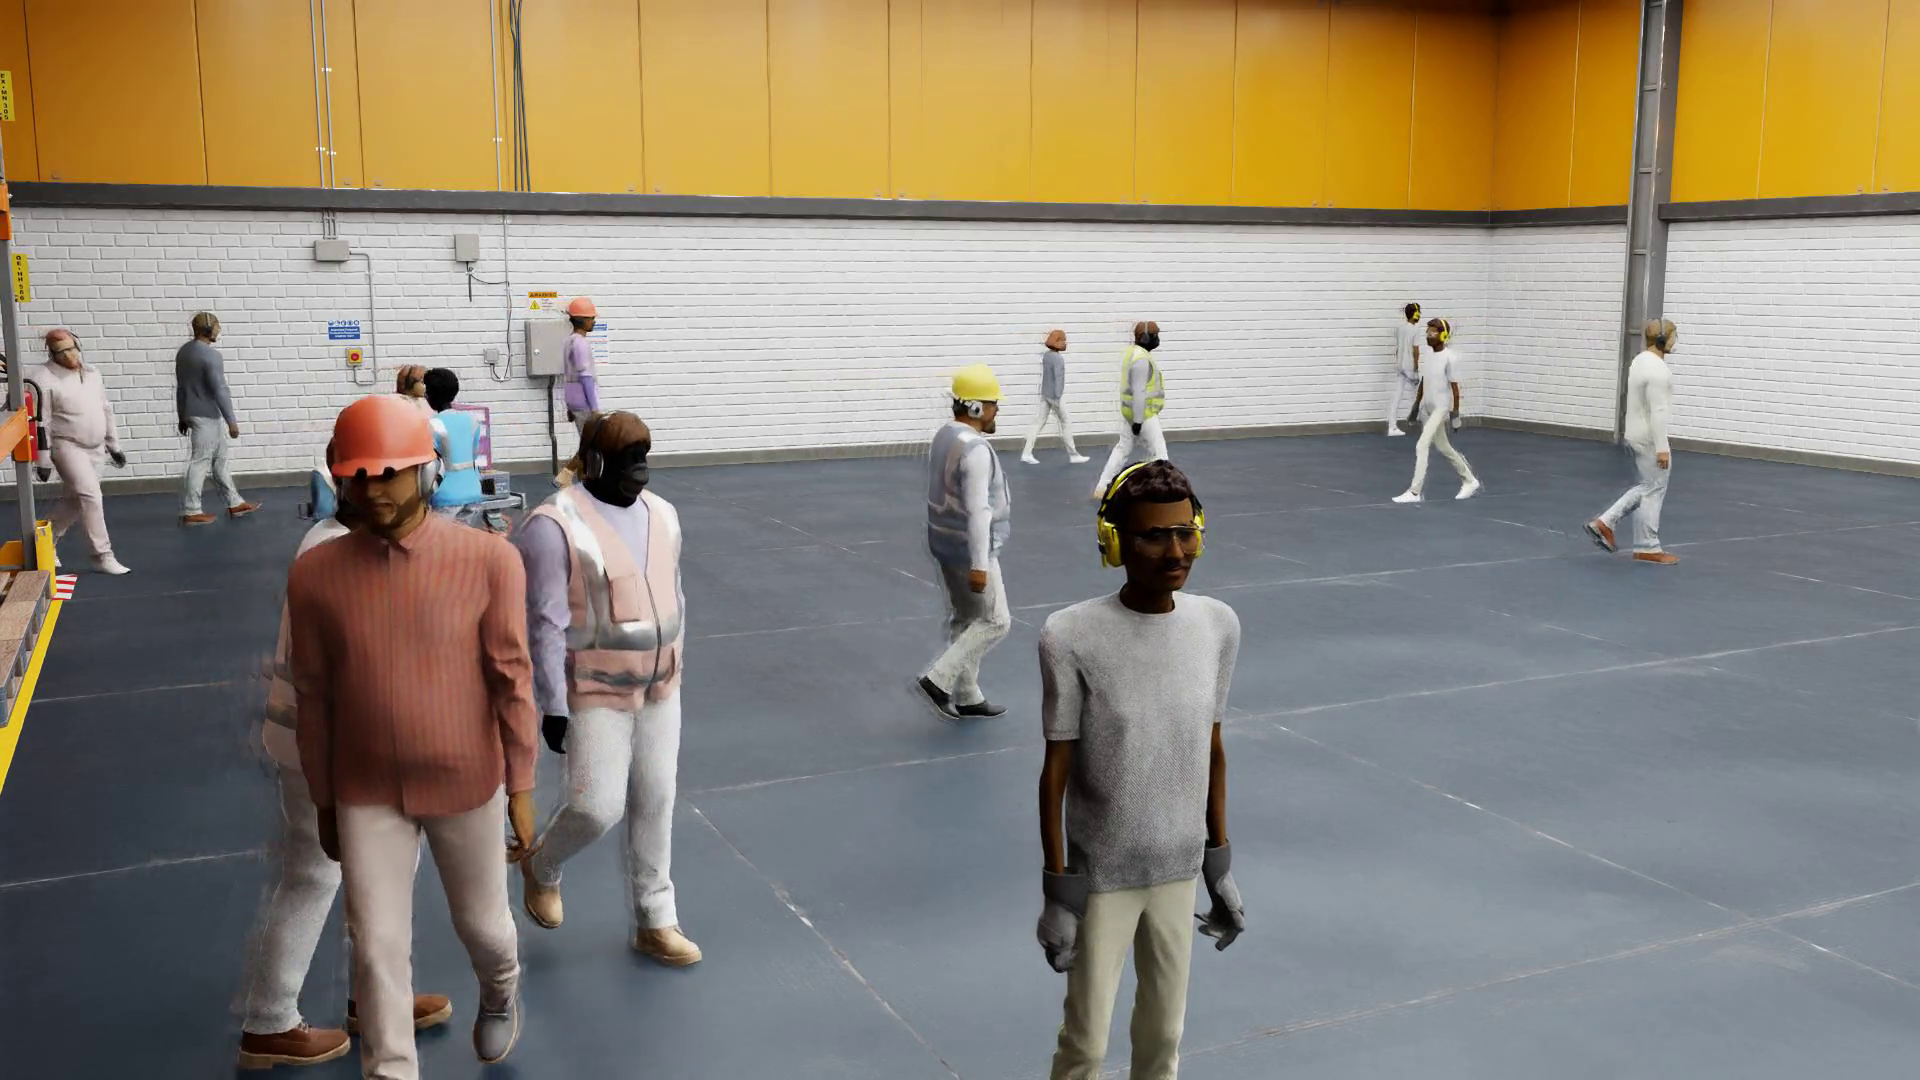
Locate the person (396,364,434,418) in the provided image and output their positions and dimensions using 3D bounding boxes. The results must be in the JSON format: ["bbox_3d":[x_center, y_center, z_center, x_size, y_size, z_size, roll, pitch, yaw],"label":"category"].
[{"bbox_3d":[-3.819,-0.421,11.699,0.619,1.612,0.548,3,10,16],"label":"person"}]

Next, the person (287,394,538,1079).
[{"bbox_3d":[-1.384,0.598,4.290,0.610,1.971,0.868,-1,9,-8],"label":"person"}]

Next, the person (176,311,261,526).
[{"bbox_3d":[-6.687,-1.100,15.023,0.666,1.900,0.897,8,12,41],"label":"person"}]

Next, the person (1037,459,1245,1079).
[{"bbox_3d":[0.408,0.748,3.672,0.520,1.873,0.335,-4,10,-25],"label":"person"}]

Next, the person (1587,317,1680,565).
[{"bbox_3d":[5.279,-0.757,12.843,0.569,1.922,0.635,2,9,11],"label":"person"}]

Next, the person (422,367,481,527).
[{"bbox_3d":[-3.186,-0.263,10.587,0.620,1.671,0.537,4,10,21],"label":"person"}]

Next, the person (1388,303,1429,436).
[{"bbox_3d":[6.308,-2.362,23.079,0.913,1.830,0.554,-5,10,-29],"label":"person"}]

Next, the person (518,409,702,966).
[{"bbox_3d":[-1.152,0.480,5.462,0.611,1.829,0.640,7,12,38],"label":"person"}]

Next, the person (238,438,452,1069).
[{"bbox_3d":[-1.754,0.589,4.697,0.707,1.848,0.595,-3,9,-15],"label":"person"}]

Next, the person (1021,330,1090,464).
[{"bbox_3d":[1.099,-1.684,19.630,0.849,1.591,0.514,-4,10,-24],"label":"person"}]

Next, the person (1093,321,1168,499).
[{"bbox_3d":[1.752,-1.235,16.218,0.953,1.803,0.629,-1,9,-4],"label":"person"}]

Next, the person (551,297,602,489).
[{"bbox_3d":[-3.635,-1.322,16.033,0.465,2.028,0.616,-3,10,-17],"label":"person"}]

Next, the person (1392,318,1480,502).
[{"bbox_3d":[4.764,-1.284,16.439,0.972,1.829,0.528,-2,9,-11],"label":"person"}]

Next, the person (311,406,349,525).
[{"bbox_3d":[-2.880,0.158,8.046,0.314,1.639,0.517,7,11,35],"label":"person"}]

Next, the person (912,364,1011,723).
[{"bbox_3d":[0.025,0.037,8.265,0.455,1.817,0.593,-3,10,-19],"label":"person"}]

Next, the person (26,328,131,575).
[{"bbox_3d":[-6.688,-0.663,12.470,0.857,1.860,0.661,2,9,10],"label":"person"}]
